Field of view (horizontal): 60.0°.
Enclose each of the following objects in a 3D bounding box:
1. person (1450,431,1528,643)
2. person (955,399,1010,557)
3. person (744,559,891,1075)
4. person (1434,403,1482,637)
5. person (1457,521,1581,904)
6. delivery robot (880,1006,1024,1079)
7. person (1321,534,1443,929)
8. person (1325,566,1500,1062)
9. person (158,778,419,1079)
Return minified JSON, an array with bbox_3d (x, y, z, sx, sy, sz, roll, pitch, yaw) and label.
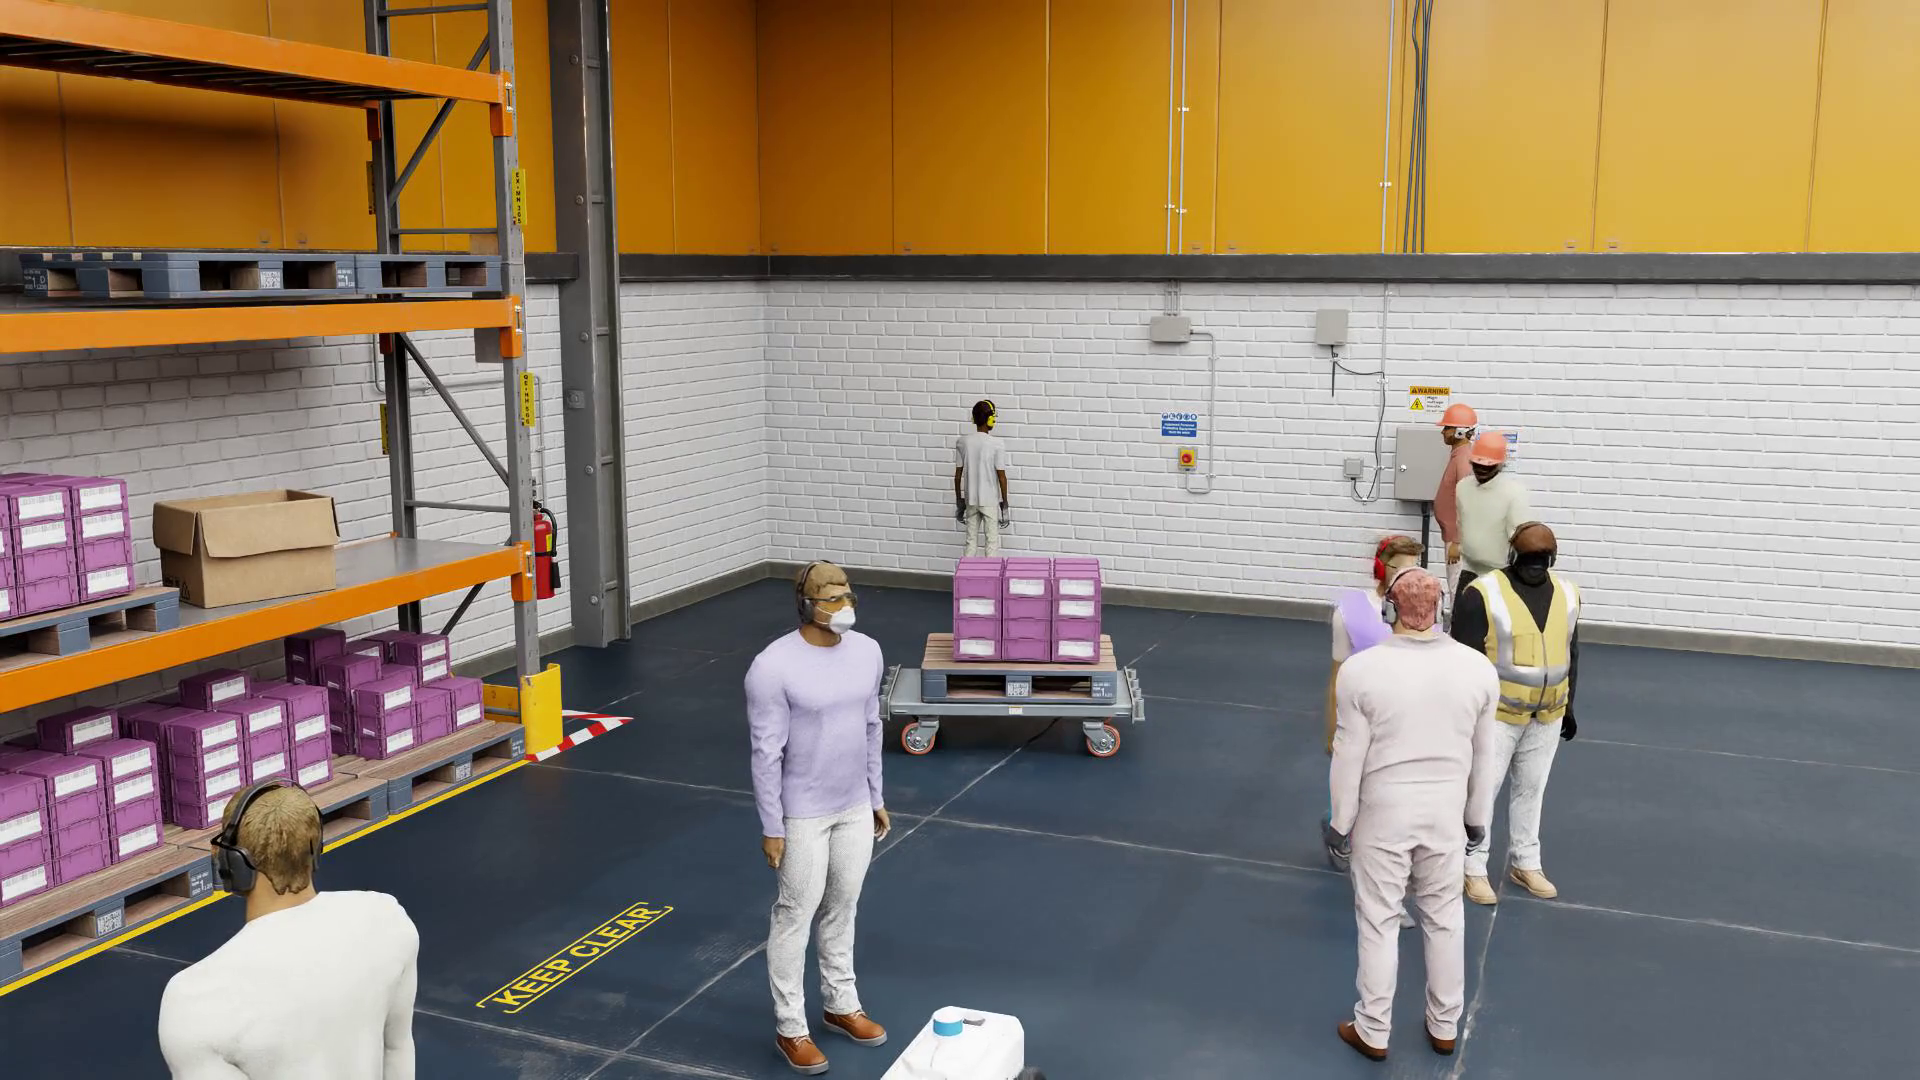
[{"bbox_3d":[3.548,0.221,11.221,0.913,1.937,0.636,-7,11,-35],"label":"person"},{"bbox_3d":[0.201,-0.293,14.607,0.532,1.859,0.311,5,11,28],"label":"person"},{"bbox_3d":[-0.520,1.031,6.345,0.371,1.940,0.630,9,13,43],"label":"person"},{"bbox_3d":[3.784,-0.043,12.683,0.377,1.994,0.608,2,10,13],"label":"person"},{"bbox_3d":[2.679,0.818,7.956,0.624,1.837,0.430,-2,10,-12],"label":"person"},{"bbox_3d":[-0.040,1.807,5.539,0.477,0.478,0.707,3,10,20],"label":"delivery robot"},{"bbox_3d":[1.980,0.840,7.912,0.575,1.817,0.830,-3,10,-19],"label":"person"},{"bbox_3d":[1.710,1.042,6.381,0.652,1.904,0.403,-1,9,-7],"label":"person"},{"bbox_3d":[-1.470,1.468,3.700,0.373,1.940,0.630,5,10,26],"label":"person"}]
